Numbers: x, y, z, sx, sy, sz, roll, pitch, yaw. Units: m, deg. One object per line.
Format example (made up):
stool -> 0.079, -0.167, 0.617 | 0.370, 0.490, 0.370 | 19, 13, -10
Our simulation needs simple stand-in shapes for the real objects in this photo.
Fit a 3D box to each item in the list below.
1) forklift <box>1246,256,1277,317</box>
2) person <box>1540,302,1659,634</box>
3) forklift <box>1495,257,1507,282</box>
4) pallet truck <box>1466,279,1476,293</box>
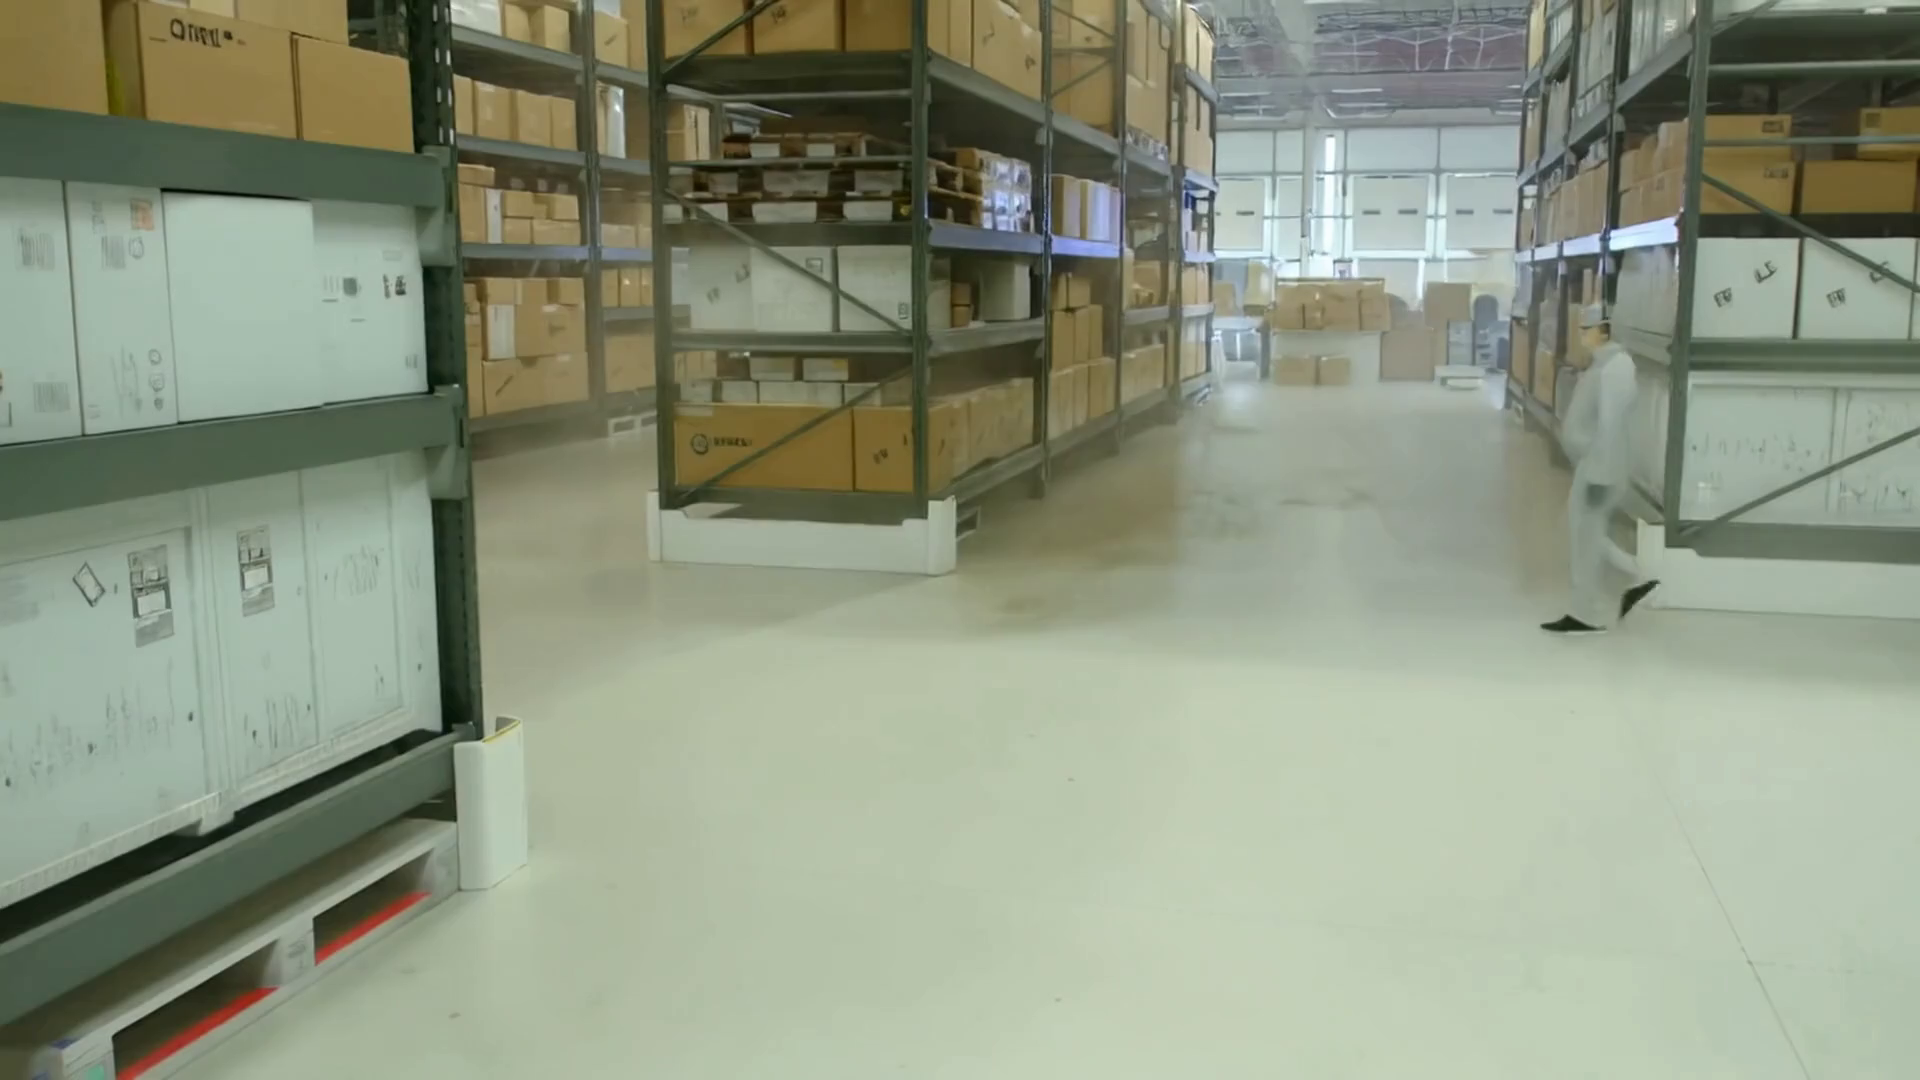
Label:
forklift -> 11.003, -8.927, 60.490 | 1.129, 2.768, 1.873 | 2, 9, 15
person -> 3.649, -0.393, 9.413 | 0.539, 1.893, 0.648 | 3, 9, 16
forklift -> 14.713, -6.386, 44.345 | 1.873, 2.768, 1.129 | -6, 11, -34
pallet truck -> 18.896, -8.459, 60.307 | 1.885, 1.965, 0.823 | 5, 10, 31
